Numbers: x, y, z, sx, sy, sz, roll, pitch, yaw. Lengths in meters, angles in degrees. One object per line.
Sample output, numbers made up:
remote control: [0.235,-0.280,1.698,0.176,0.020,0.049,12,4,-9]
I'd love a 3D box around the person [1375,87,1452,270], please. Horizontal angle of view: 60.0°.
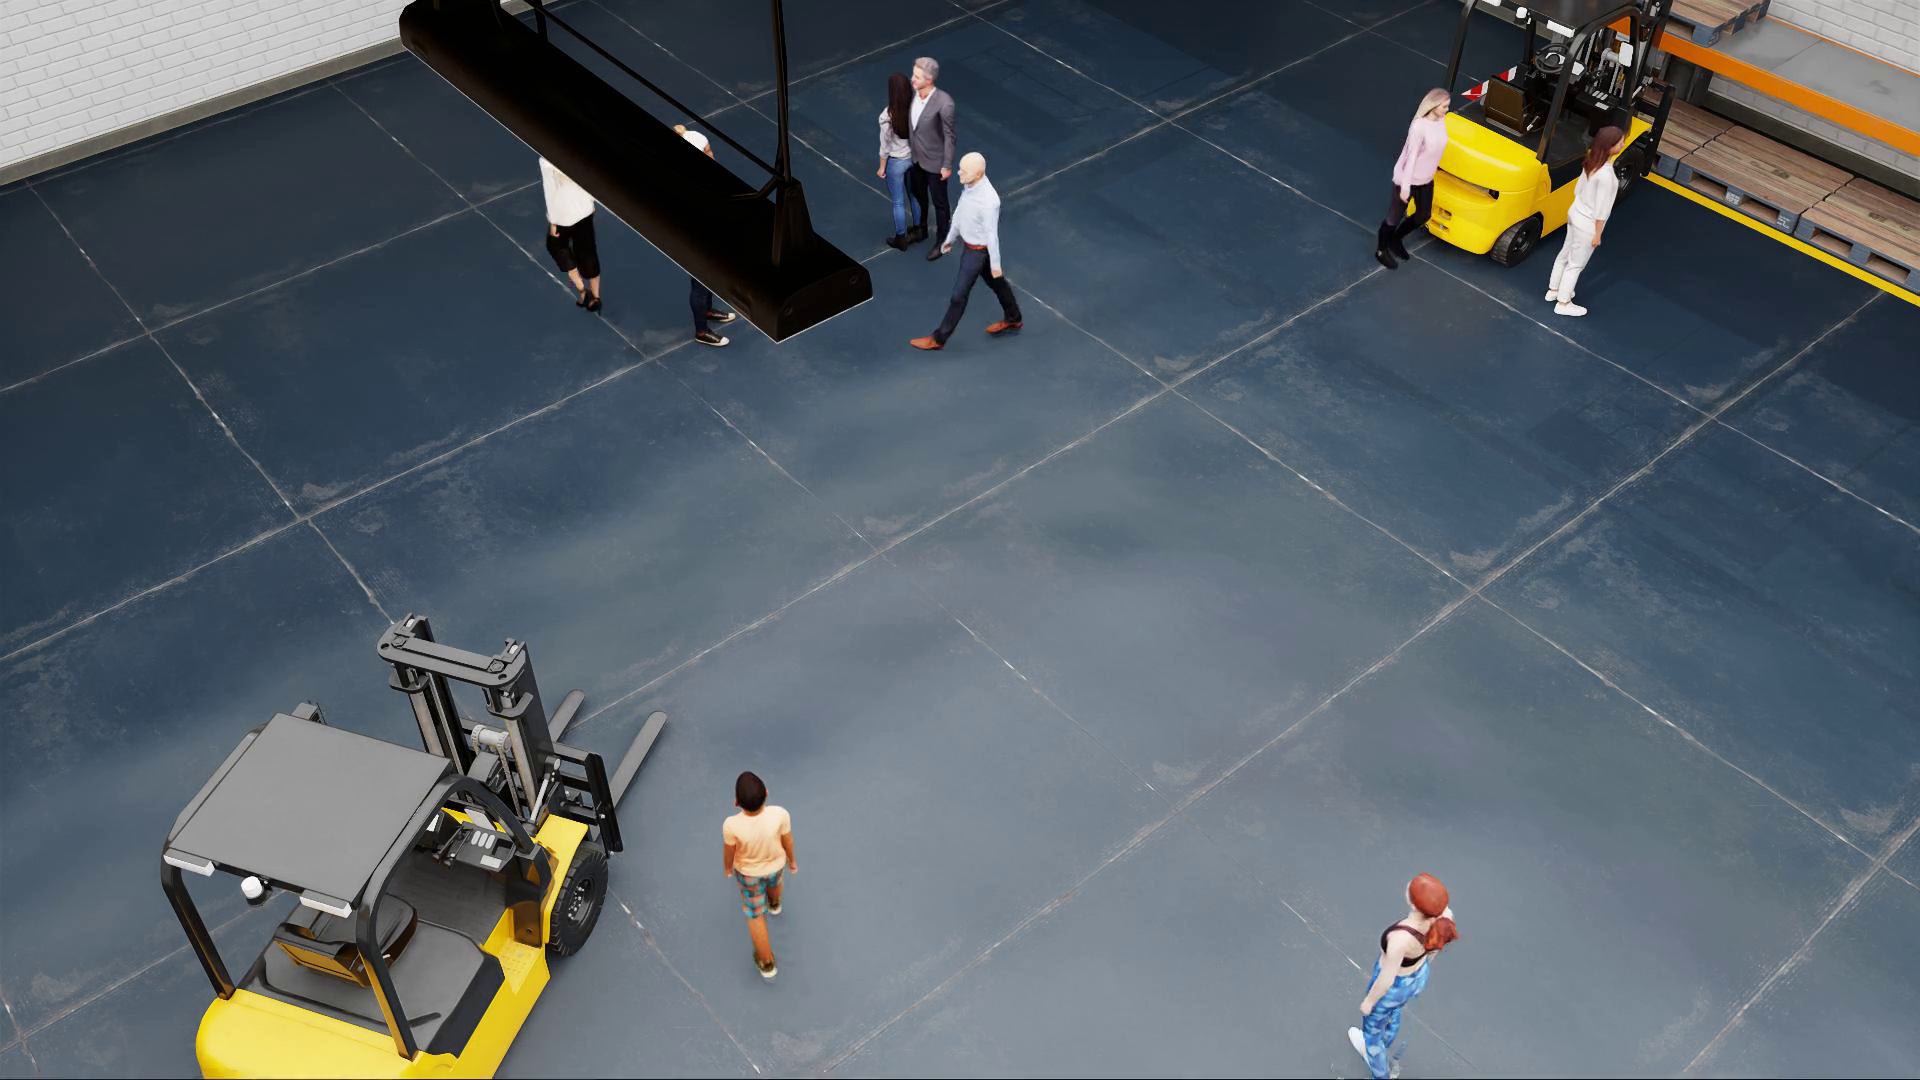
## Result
person: [3.785,-3.101,14.100,0.641,1.667,0.582,-23,48,-22]

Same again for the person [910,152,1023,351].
person: [0.220,-2.291,13.200,1.066,1.736,1.250,-11,45,-11]

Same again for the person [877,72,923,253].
person: [-0.492,-3.250,14.283,0.611,1.632,0.513,-33,52,-30]

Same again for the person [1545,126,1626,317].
person: [5.111,-2.613,13.573,0.749,1.689,0.656,-3,44,-4]

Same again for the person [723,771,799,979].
person: [-1.087,1.825,9.099,0.753,1.434,0.987,-13,45,-14]

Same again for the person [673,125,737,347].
person: [-2.079,-2.447,13.255,0.883,1.887,0.824,4,44,4]

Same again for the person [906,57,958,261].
person: [-0.271,-3.277,14.162,0.777,1.837,0.552,-34,53,-30]

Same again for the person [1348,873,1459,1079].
person: [2.212,2.256,8.382,0.611,1.800,0.757,-25,49,-24]

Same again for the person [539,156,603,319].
person: [-3.069,-2.564,13.407,0.661,1.847,0.677,33,53,30]
